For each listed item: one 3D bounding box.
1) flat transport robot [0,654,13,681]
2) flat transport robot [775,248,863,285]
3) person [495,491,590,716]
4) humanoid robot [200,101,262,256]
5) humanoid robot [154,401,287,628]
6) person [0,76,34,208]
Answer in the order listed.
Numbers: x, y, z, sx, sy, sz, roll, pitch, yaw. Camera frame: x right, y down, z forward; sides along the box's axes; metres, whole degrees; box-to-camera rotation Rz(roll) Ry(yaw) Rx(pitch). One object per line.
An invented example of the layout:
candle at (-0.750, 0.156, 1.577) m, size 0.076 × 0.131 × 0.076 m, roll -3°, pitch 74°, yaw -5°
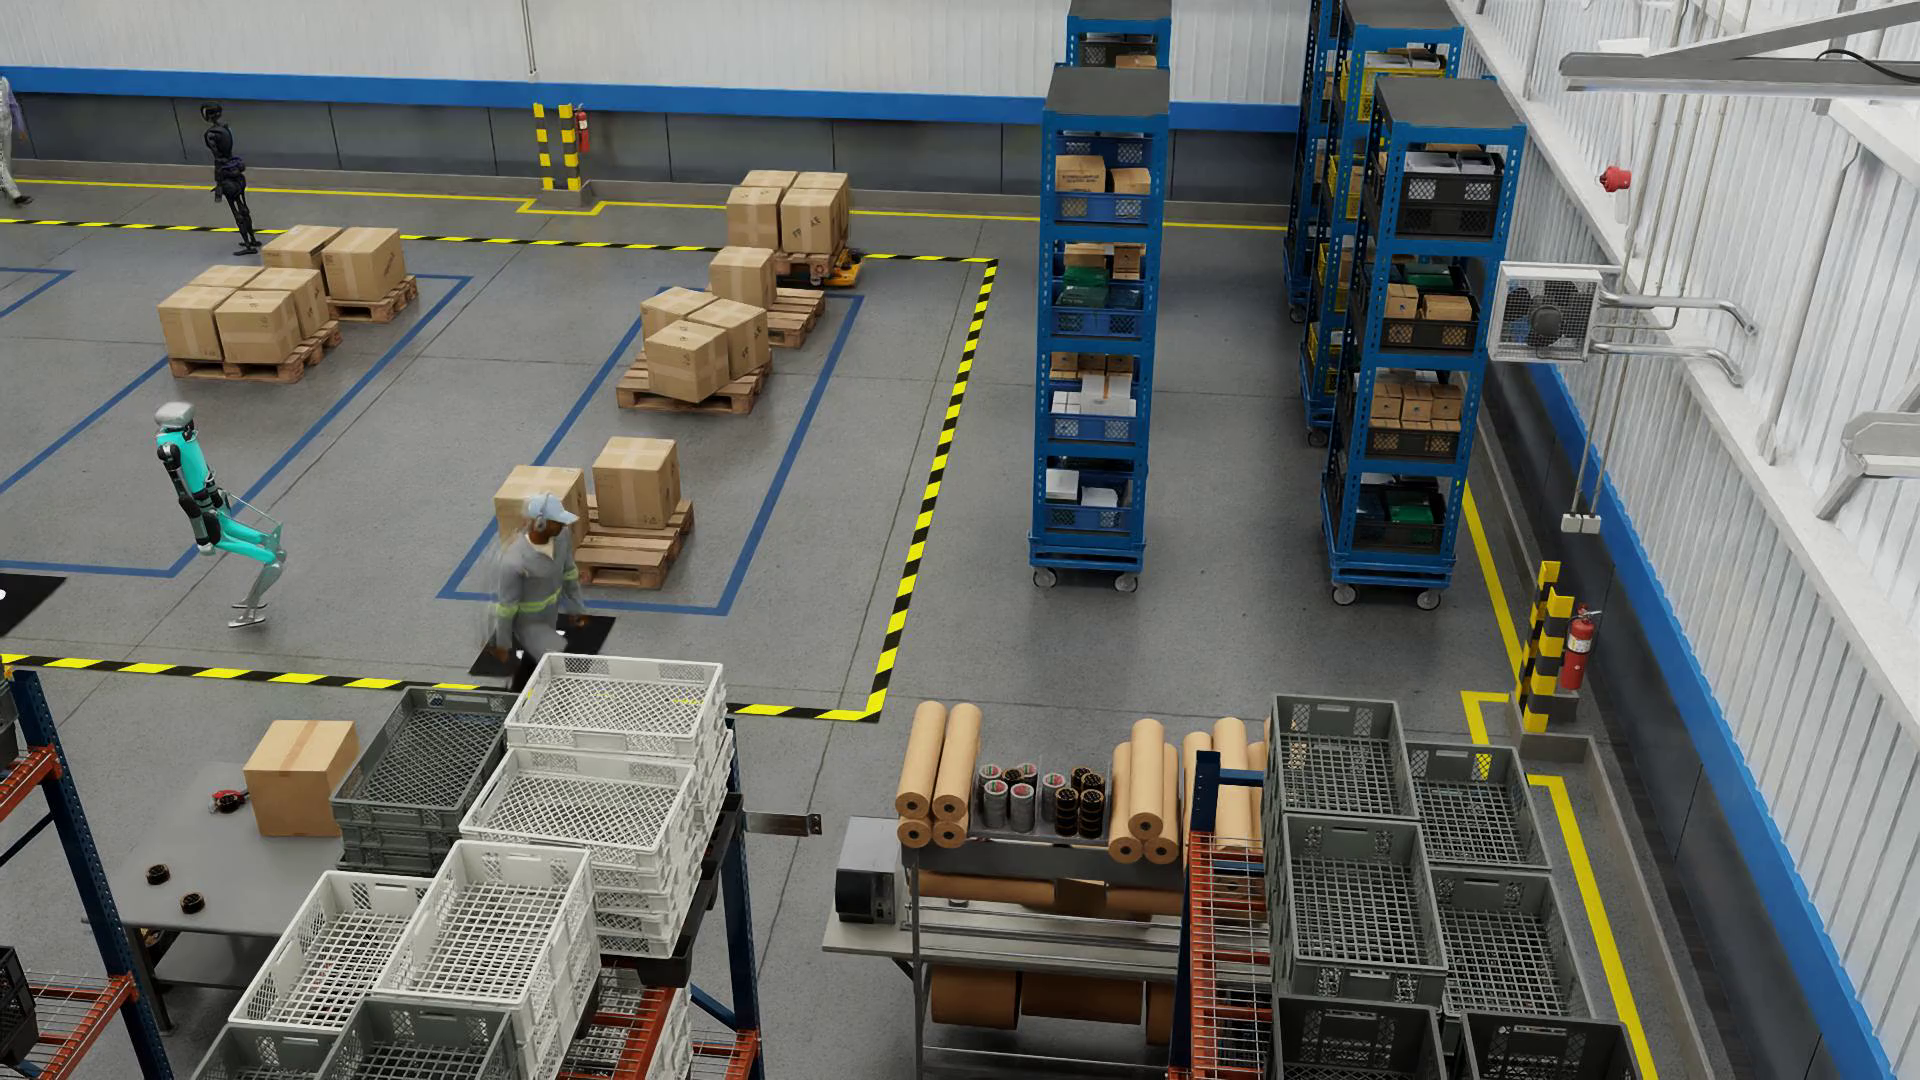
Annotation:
flat transport robot at (-7.142, 0.969, 11.010) m, size 1.431 × 0.231 × 0.659 m, roll 3°, pitch 30°, yaw 6°
flat transport robot at (-1.795, -2.943, 17.700) m, size 1.431 × 0.197 × 0.652 m, roll 3°, pitch 30°, yaw 6°
person at (-2.567, 0.504, 10.282) m, size 0.963 × 1.797 × 0.613 m, roll 10°, pitch 32°, yaw 16°
humanoid robot at (-7.913, -3.920, 17.990) m, size 0.315 × 1.659 × 0.599 m, roll -3°, pitch 30°, yaw -4°
humanoid robot at (-4.968, -0.184, 11.397) m, size 0.735 × 1.677 × 0.533 m, roll -5°, pitch 31°, yaw -9°
person at (-11.265, -4.797, 19.407) m, size 0.947 × 1.769 × 0.621 m, roll 21°, pitch 36°, yaw 32°
